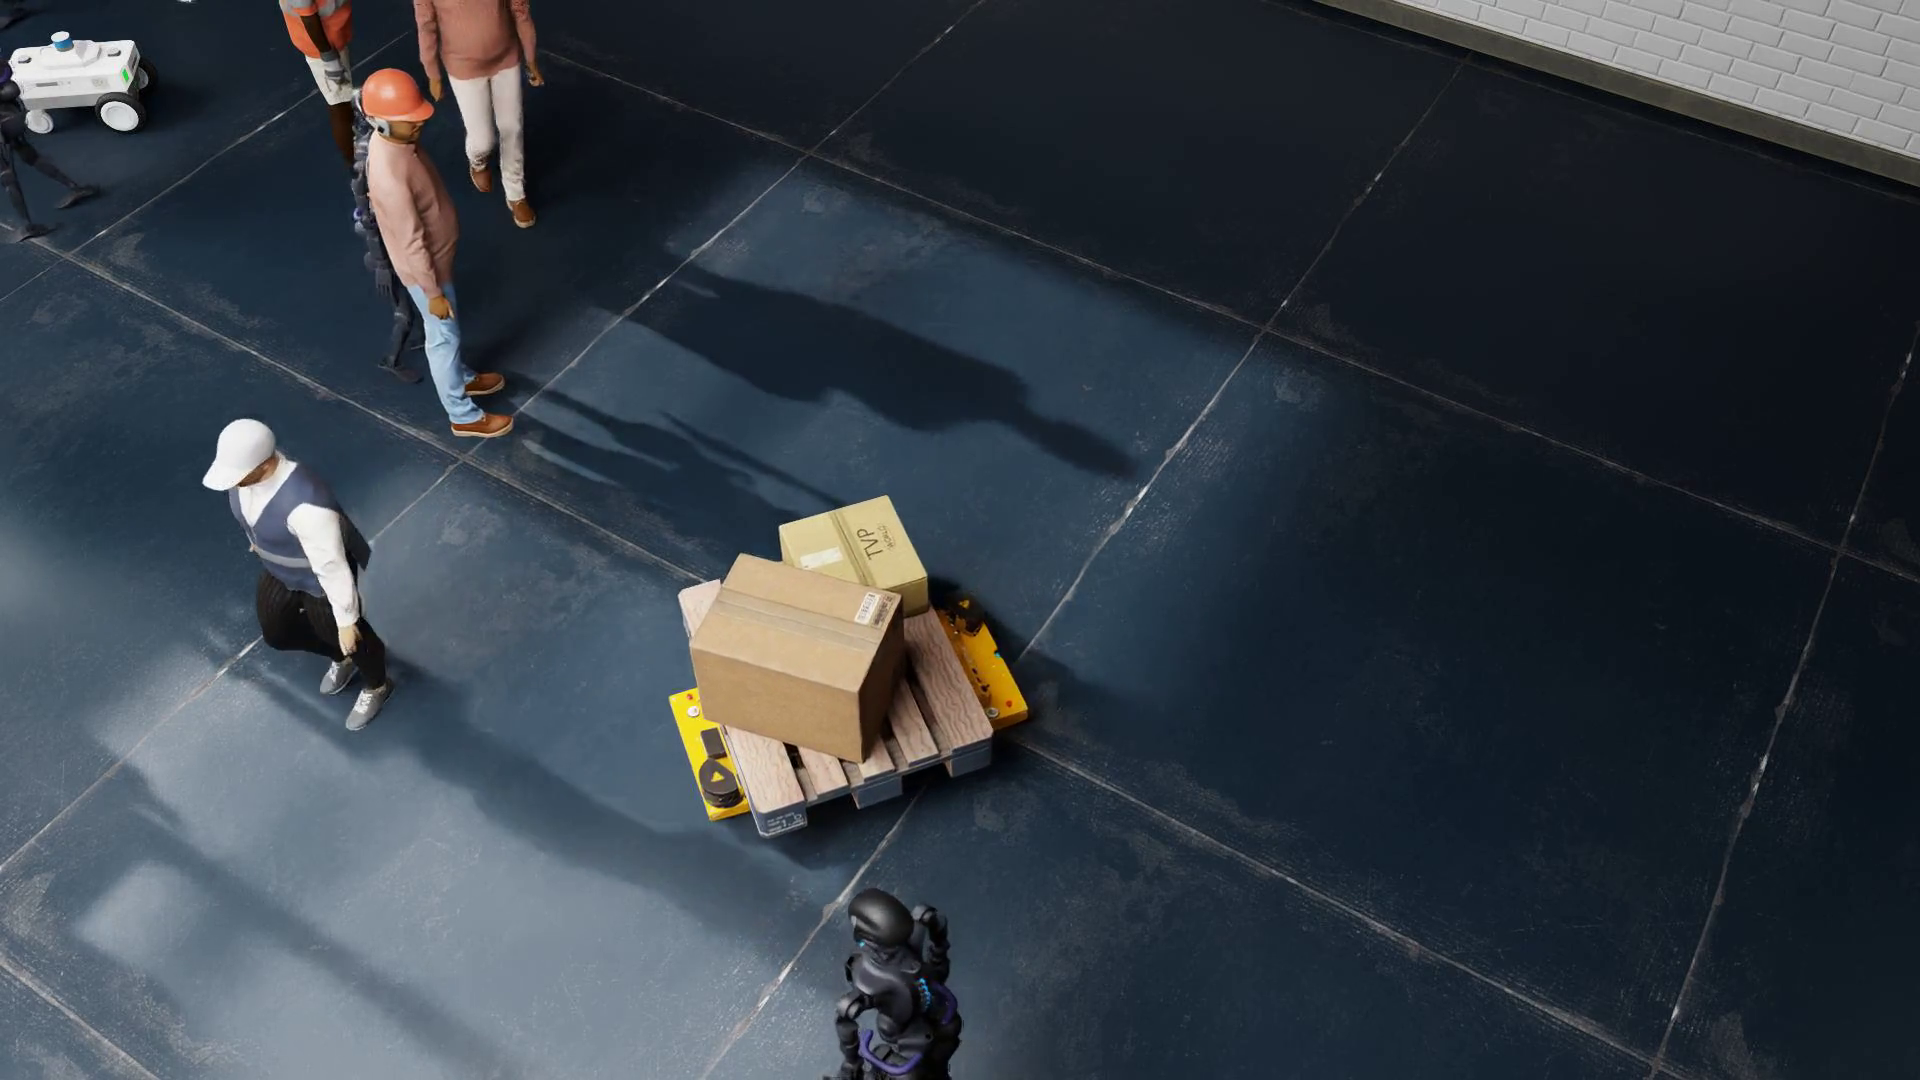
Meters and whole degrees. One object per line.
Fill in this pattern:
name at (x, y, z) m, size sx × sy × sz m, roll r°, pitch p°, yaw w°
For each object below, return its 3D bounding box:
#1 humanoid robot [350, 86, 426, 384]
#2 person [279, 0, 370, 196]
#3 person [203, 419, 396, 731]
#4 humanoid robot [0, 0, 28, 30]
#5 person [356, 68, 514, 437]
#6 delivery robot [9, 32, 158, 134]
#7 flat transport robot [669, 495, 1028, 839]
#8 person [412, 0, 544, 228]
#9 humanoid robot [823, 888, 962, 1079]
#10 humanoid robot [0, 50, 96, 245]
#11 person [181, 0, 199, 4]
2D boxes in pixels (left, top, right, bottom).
humanoid robot at (-2.799, -1.531, 8.229) m, size 0.401 × 1.637 × 0.587 m, roll 10°, pitch 50°, yaw 8°
person at (-3.481, -2.793, 9.131) m, size 0.369 × 1.966 × 0.601 m, roll -13°, pitch 50°, yaw -11°
person at (-2.626, 0.140, 6.712) m, size 0.765 × 1.741 × 0.465 m, roll 26°, pitch 54°, yaw 21°
humanoid robot at (-6.267, -4.032, 10.403) m, size 0.367 × 1.646 × 0.589 m, roll -31°, pitch 56°, yaw -24°
person at (-2.486, -1.335, 7.840) m, size 0.389 × 1.991 × 0.610 m, roll -11°, pitch 50°, yaw -9°
delivery robot at (-5.301, -2.781, 10.069) m, size 0.811 × 0.613 × 0.499 m, roll -6°, pitch 49°, yaw -5°
flat transport robot at (-0.486, 0.699, 7.204) m, size 1.431 × 0.231 × 0.659 m, roll -17°, pitch 51°, yaw -14°
person at (-2.565, -2.582, 8.940) m, size 0.624 × 1.967 × 0.530 m, roll -25°, pitch 53°, yaw -20°
humanoid robot at (-0.160, 1.674, 5.428) m, size 0.440 × 1.640 × 0.600 m, roll 28°, pitch 54°, yaw 22°
humanoid robot at (-5.240, -2.398, 8.986) m, size 0.580 × 1.640 × 0.602 m, roll -24°, pitch 53°, yaw -20°
person at (-5.285, -4.338, 10.535) m, size 0.526 × 1.877 × 0.657 m, roll 24°, pitch 53°, yaw 20°
